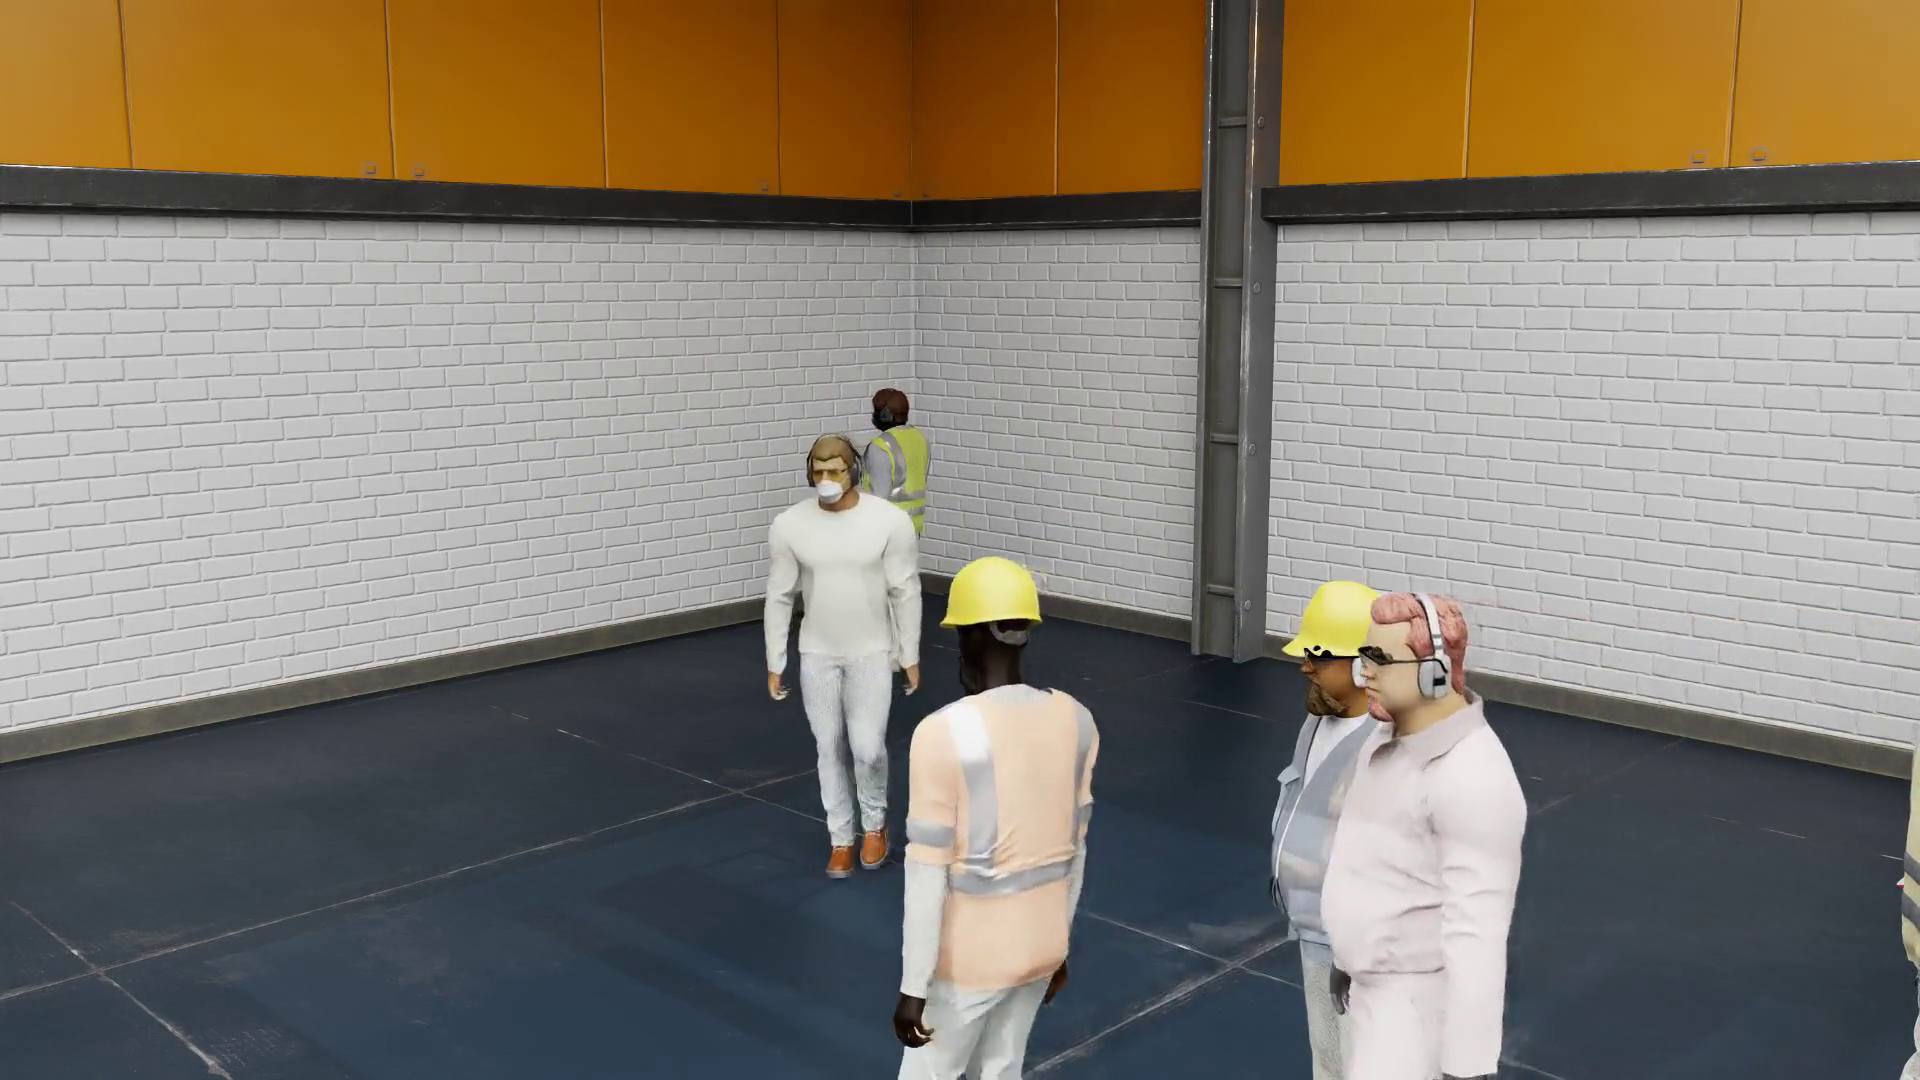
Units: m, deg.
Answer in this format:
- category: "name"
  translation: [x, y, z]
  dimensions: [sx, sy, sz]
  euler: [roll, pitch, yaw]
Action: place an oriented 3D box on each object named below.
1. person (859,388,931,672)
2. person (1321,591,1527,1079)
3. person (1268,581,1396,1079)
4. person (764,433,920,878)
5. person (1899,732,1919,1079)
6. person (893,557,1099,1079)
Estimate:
- category: "person"
  translation: [-0.444, -0.067, 10.835]
  dimensions: [0.429, 1.841, 0.633]
  euler: [5, 11, 28]
- category: "person"
  translation: [1.028, 1.047, 3.845]
  dimensions: [0.411, 1.893, 0.659]
  euler: [0, 9, 3]
- category: "person"
  translation: [1.004, 1.005, 4.319]
  dimensions: [0.403, 1.826, 0.590]
  euler: [-2, 9, -10]
- category: "person"
  translation: [-0.508, 0.504, 7.066]
  dimensions: [0.659, 1.923, 0.441]
  euler: [1, 9, 9]
- category: "person"
  translation: [2.555, 1.032, 4.112]
  dimensions: [0.404, 1.836, 0.586]
  euler: [2, 9, 12]
- category: "person"
  translation: [0.088, 0.997, 4.114]
  dimensions: [0.627, 1.898, 0.500]
  euler: [-8, 12, -42]
